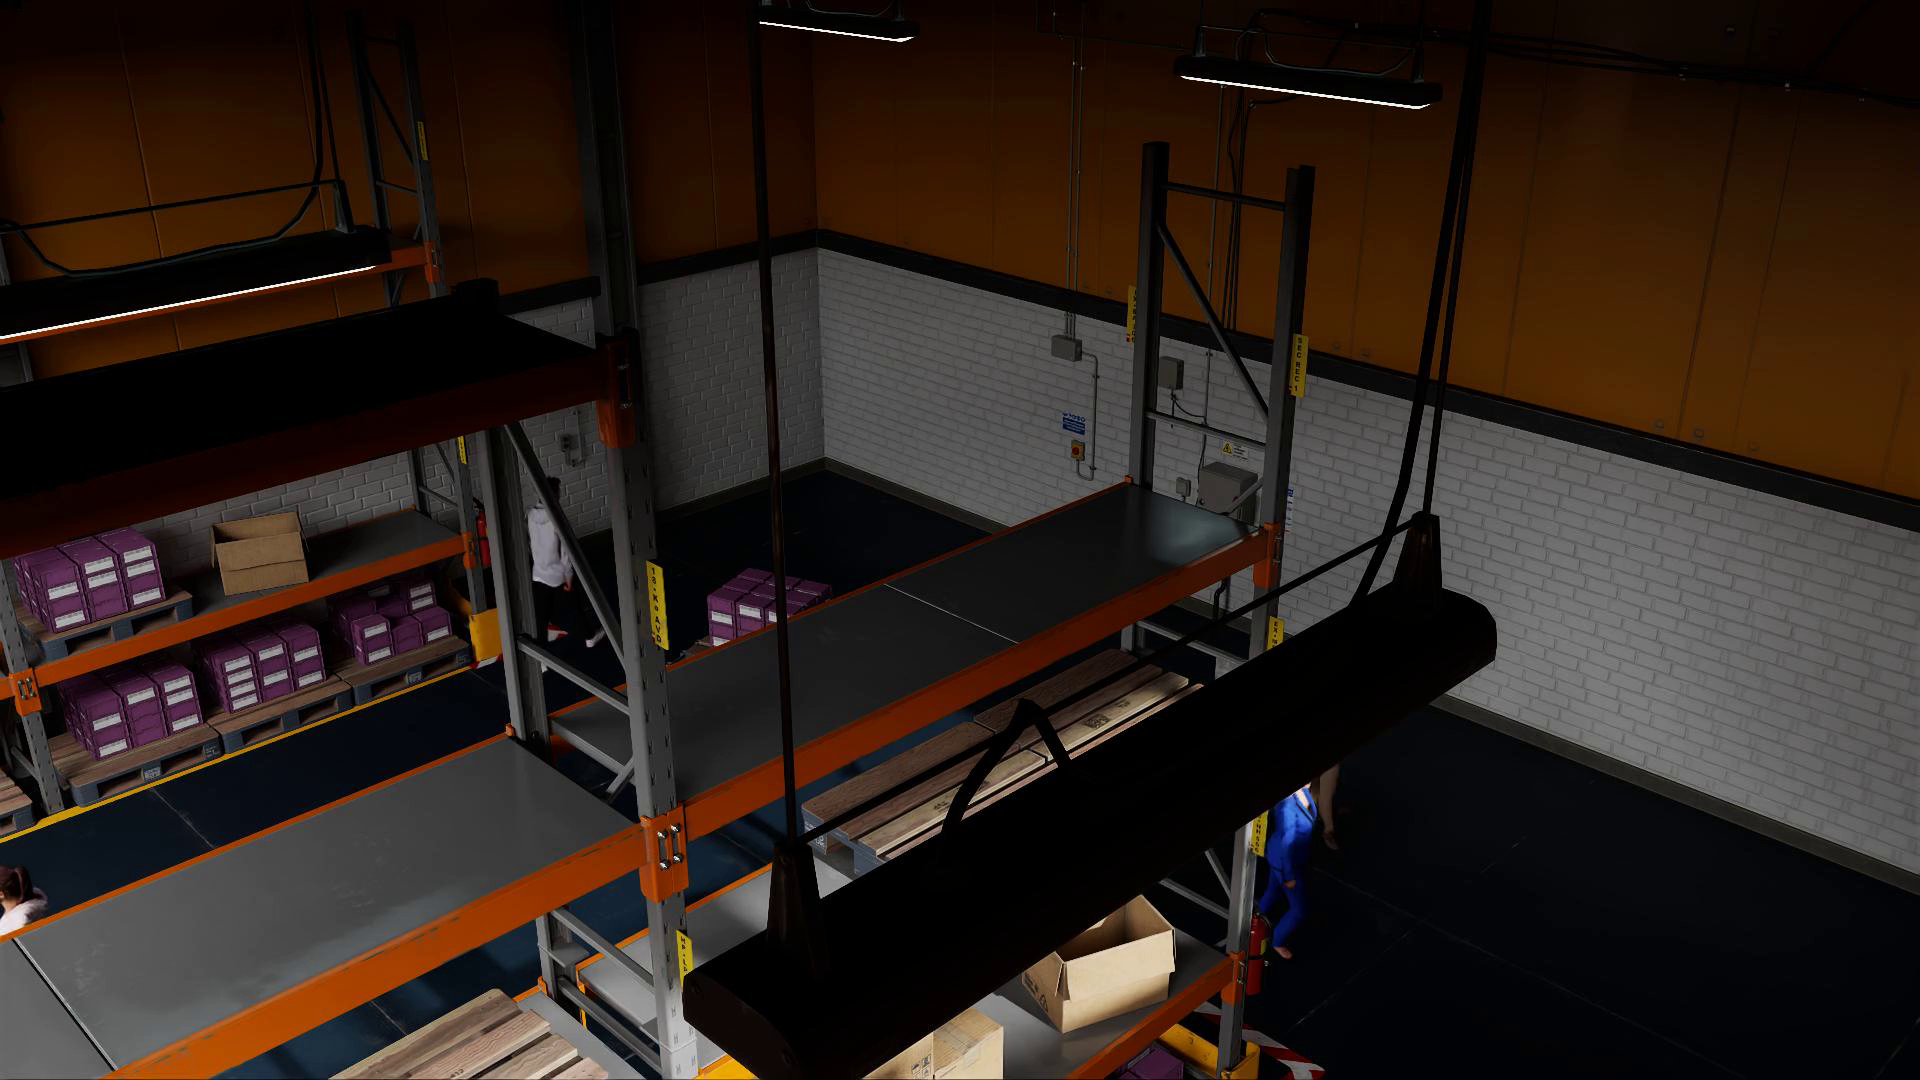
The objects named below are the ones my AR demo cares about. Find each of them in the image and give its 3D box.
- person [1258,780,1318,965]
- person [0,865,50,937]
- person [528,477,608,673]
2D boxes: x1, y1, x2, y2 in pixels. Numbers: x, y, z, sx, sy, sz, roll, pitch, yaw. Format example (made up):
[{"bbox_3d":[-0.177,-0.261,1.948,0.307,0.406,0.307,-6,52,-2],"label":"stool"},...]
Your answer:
[{"bbox_3d":[2.206,2.256,11.689,0.840,1.678,0.757,6,24,13],"label":"person"},{"bbox_3d":[-5.742,2.774,10.539,1.116,1.651,0.834,-12,26,-25],"label":"person"},{"bbox_3d":[-3.925,0.356,15.773,0.936,1.889,1.197,10,26,22],"label":"person"}]
